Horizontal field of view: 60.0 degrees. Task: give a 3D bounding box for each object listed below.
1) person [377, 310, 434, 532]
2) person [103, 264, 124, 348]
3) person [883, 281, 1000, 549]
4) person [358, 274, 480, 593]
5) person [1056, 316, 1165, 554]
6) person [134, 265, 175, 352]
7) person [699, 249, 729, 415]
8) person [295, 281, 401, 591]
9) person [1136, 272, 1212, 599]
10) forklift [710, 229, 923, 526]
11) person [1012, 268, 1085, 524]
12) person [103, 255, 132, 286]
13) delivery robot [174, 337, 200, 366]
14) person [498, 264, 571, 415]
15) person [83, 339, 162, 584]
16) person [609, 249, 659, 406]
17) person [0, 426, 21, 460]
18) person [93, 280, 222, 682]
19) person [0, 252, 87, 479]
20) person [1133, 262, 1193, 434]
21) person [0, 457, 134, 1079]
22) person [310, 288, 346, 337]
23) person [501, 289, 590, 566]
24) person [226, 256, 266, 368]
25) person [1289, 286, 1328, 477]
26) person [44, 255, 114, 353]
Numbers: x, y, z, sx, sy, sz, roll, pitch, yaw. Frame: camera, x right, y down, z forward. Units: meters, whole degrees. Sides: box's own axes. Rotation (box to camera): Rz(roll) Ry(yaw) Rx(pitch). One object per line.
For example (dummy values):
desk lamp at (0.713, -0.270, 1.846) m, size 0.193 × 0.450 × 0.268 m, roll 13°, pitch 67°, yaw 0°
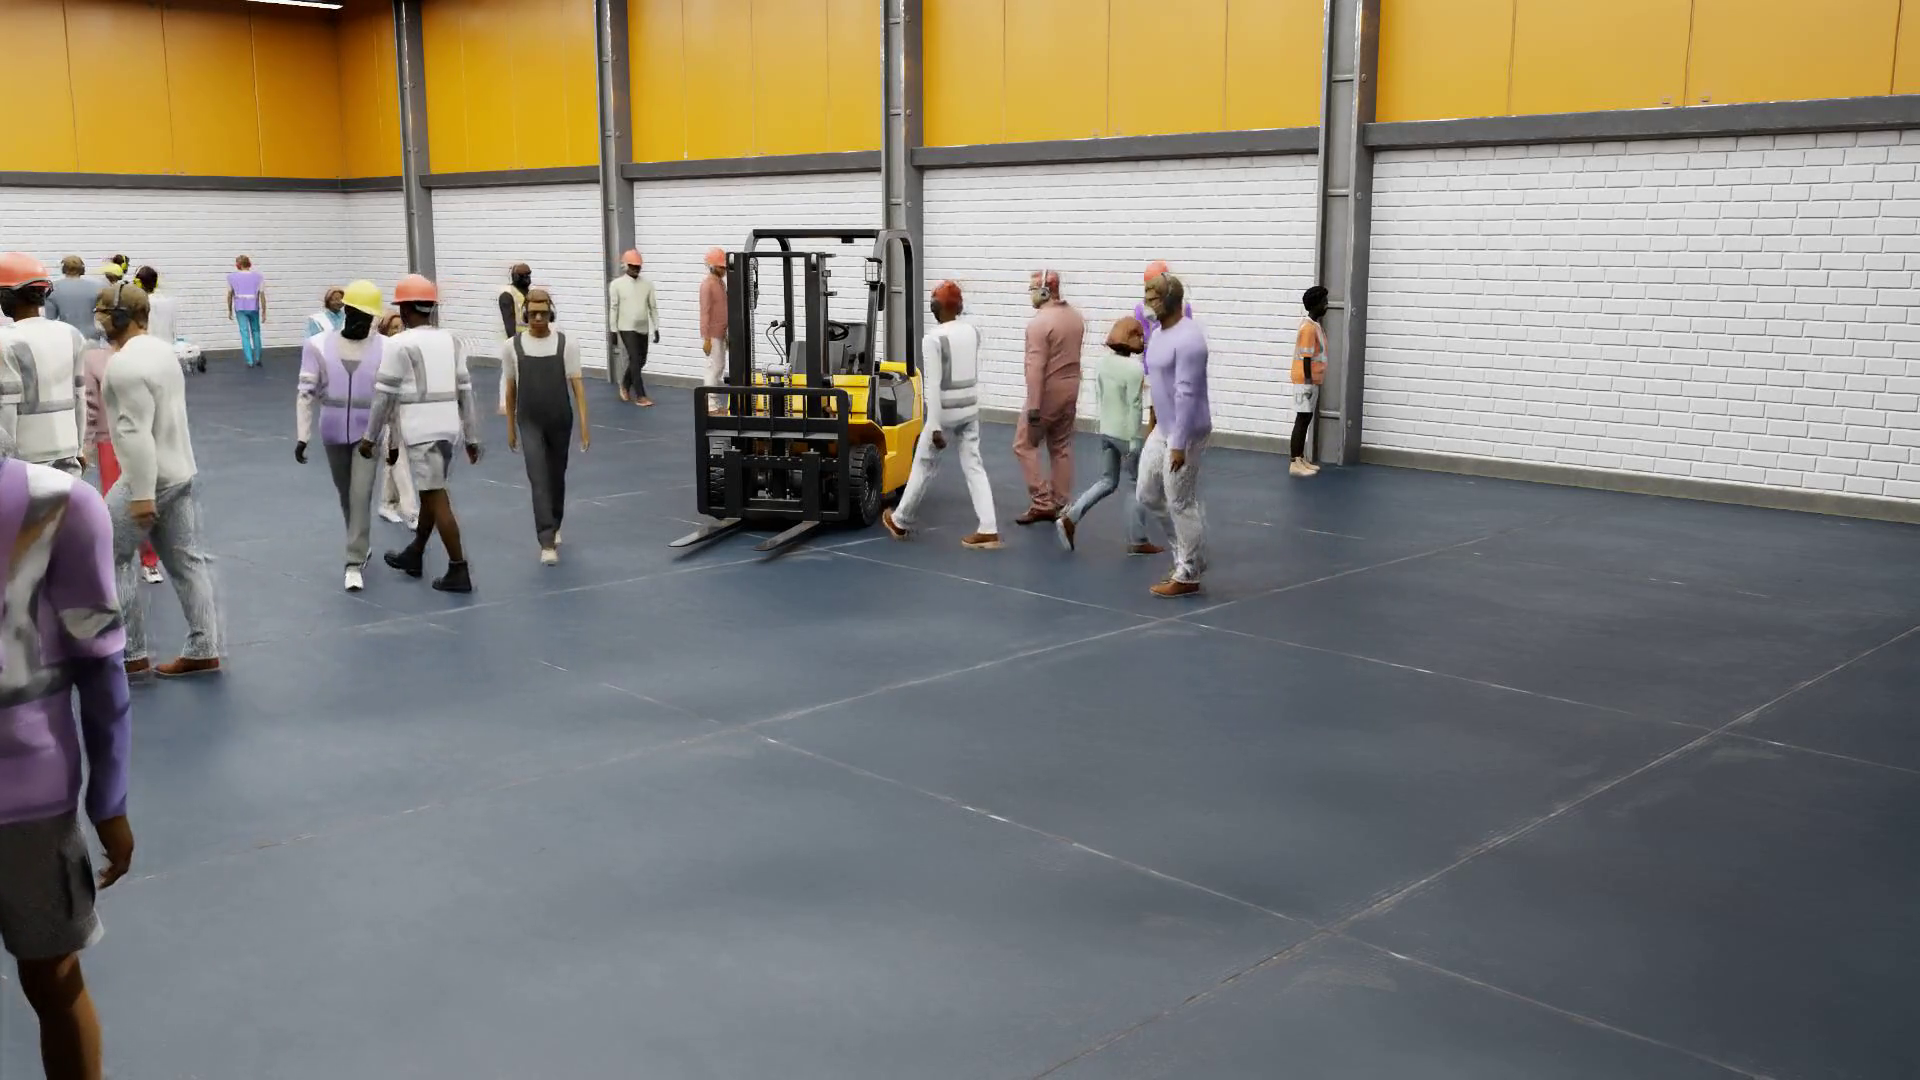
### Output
person at (-4.081, -0.874, 12.123) m, size 0.857 × 1.589 × 0.534 m, roll 9°, pitch 14°, yaw 41°
person at (-11.699, -2.944, 22.998) m, size 0.530 × 1.741 × 0.693 m, roll 1°, pitch 10°, yaw 5°
person at (-0.102, -0.856, 11.440) m, size 0.575 × 1.831 × 1.007 m, roll -10°, pitch 14°, yaw -42°
person at (-3.298, -0.647, 10.085) m, size 0.965 × 1.890 × 0.561 m, roll 6°, pitch 12°, yaw 28°
person at (1.009, -0.680, 11.059) m, size 0.677 × 1.615 × 0.498 m, roll -5°, pitch 12°, yaw -27°
person at (-7.977, -1.776, 16.426) m, size 0.943 × 1.826 × 0.537 m, roll 6°, pitch 12°, yaw 30°
person at (-2.879, -2.389, 19.403) m, size 0.558 × 1.967 × 0.657 m, roll 2°, pitch 11°, yaw 12°
person at (-3.747, -0.666, 10.301) m, size 0.606 × 1.864 × 1.024 m, roll -2°, pitch 11°, yaw -10°
person at (1.257, -0.602, 9.761) m, size 0.419 × 1.918 × 0.670 m, roll -3°, pitch 11°, yaw -15°
forklift at (-1.050, -1.319, 12.920) m, size 1.214 × 2.155 × 2.313 m, roll 2°, pitch 11°, yaw 13°
person at (0.650, -1.042, 12.255) m, size 0.448 × 1.895 × 0.696 m, roll 8°, pitch 13°, yaw 37°
person at (-12.359, -3.268, 24.543) m, size 0.828 × 1.836 × 0.392 m, roll 4°, pitch 11°, yaw 21°
delivery robot at (-12.009, -2.881, 25.653) m, size 0.477 × 0.478 × 0.707 m, roll -1°, pitch 10°, yaw -5°
person at (-5.113, -2.355, 19.656) m, size 0.965 × 1.788 × 0.657 m, roll 5°, pitch 11°, yaw 24°
person at (-5.079, -0.604, 10.192) m, size 0.543 × 1.755 × 0.382 m, roll -8°, pitch 13°, yaw -38°
person at (-4.151, -2.698, 21.076) m, size 0.626 × 1.963 × 0.921 m, roll -8°, pitch 13°, yaw -37°
person at (-3.060, 0.258, 5.199) m, size 0.328 × 1.873 × 0.518 m, roll -8°, pitch 13°, yaw -35°
person at (-3.928, -0.259, 7.879) m, size 0.741 × 1.913 × 0.661 m, roll -1°, pitch 10°, yaw -5°
person at (-4.811, -0.464, 8.667) m, size 0.379 × 2.044 × 0.607 m, roll 2°, pitch 11°, yaw 12°
person at (1.809, -1.503, 14.758) m, size 0.629 × 1.898 × 0.420 m, roll -4°, pitch 11°, yaw -23°
person at (-1.984, 0.520, 3.310) m, size 0.614 × 2.038 × 0.396 m, roll -3°, pitch 11°, yaw -14°
person at (-6.301, -1.743, 16.856) m, size 0.513 × 1.594 × 0.864 m, roll -6°, pitch 12°, yaw -31°
person at (-2.765, -0.779, 11.110) m, size 0.533 × 1.794 × 1.009 m, roll -3°, pitch 11°, yaw -16°
person at (-11.619, -3.712, 27.085) m, size 0.556 × 1.790 × 0.930 m, roll -6°, pitch 12°, yaw -30°
person at (3.105, -1.409, 14.802) m, size 0.320 × 1.690 × 0.532 m, roll 3°, pitch 11°, yaw 17°
person at (-9.879, -2.242, 18.726) m, size 0.635 × 1.903 × 0.863 m, roll -3°, pitch 11°, yaw -15°
